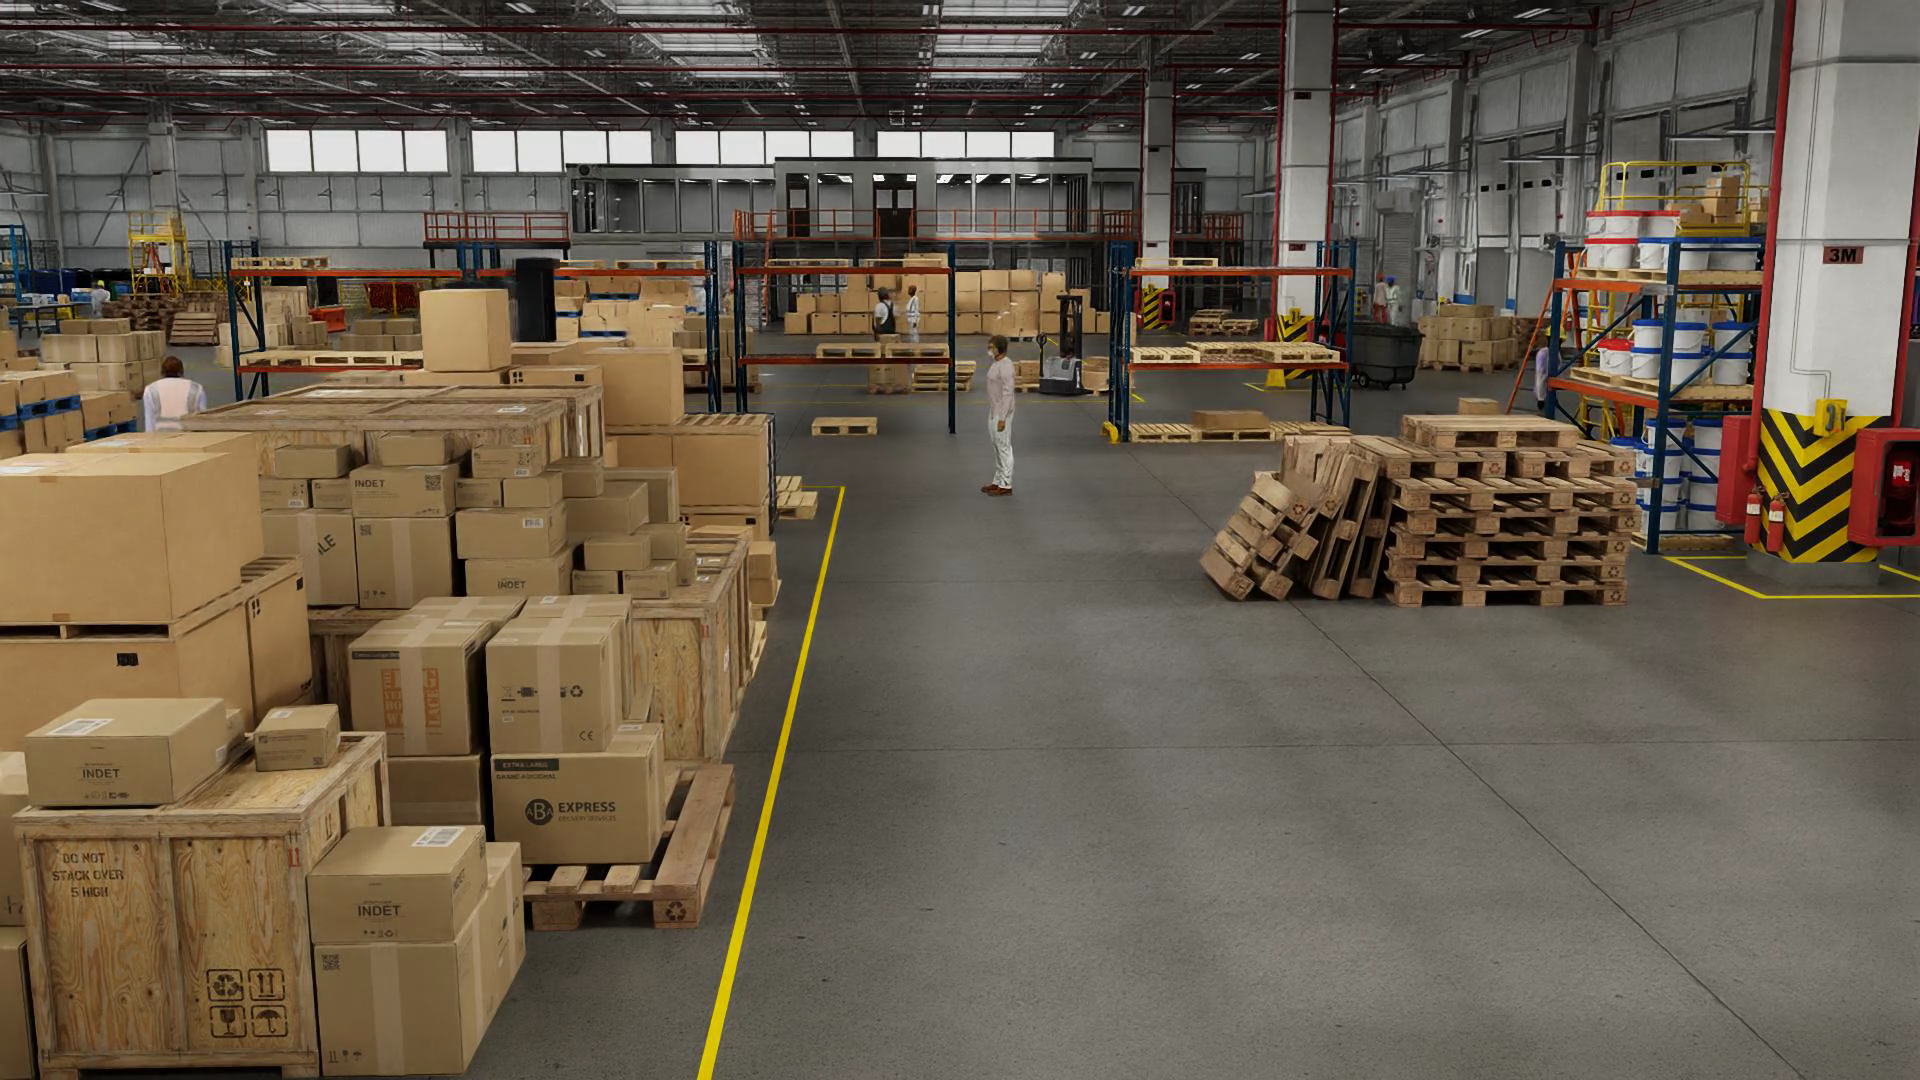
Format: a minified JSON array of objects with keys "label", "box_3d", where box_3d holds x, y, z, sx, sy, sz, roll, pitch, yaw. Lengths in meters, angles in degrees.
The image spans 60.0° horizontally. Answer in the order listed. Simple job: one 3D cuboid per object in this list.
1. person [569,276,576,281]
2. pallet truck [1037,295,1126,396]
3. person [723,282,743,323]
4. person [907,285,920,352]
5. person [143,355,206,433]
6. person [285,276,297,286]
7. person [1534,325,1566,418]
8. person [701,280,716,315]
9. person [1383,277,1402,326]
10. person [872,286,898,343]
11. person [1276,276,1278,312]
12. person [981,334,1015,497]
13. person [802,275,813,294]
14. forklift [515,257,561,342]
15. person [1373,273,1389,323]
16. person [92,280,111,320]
[{"label":"person","box_3d":[-13.400,-8.315,58.032,0.574,1.905,0.627,1,10,4]},{"label":"pallet truck","box_3d":[2.483,-3.881,33.060,1.885,1.965,0.823,-7,13,-36]},{"label":"person","box_3d":[-6.187,-6.058,45.385,0.577,1.921,0.417,-4,11,-22]},{"label":"person","box_3d":[-1.253,-5.835,44.268,0.355,1.883,0.574,-3,11,-16]},{"label":"person","box_3d":[-8.501,-1.096,18.091,0.637,1.814,0.868,-5,11,-24]},{"label":"person","box_3d":[-25.730,-9.328,64.148,0.507,1.717,0.711,-1,10,-3]},{"label":"person","box_3d":[8.046,-1.985,22.704,0.385,1.922,0.594,8,13,39]},{"label":"person","box_3d":[-7.980,-7.312,52.541,0.802,1.866,0.578,5,11,27]},{"label":"person","box_3d":[14.063,-7.626,54.230,0.858,1.894,0.626,-6,12,-29]},{"label":"person","box_3d":[-1.695,-4.873,38.469,0.772,2.000,0.694,8,13,39]},{"label":"person","box_3d":[13.647,-10.553,70.696,0.657,1.828,0.455,-3,11,-17]},{"label":"person","box_3d":[0.472,-1.491,19.910,0.372,1.940,0.632,-2,10,-11]},{"label":"person","box_3d":[-5.188,-8.031,56.400,0.381,1.918,0.596,4,11,22]},{"label":"forklift","box_3d":[-5.358,-2.210,21.292,1.873,2.768,1.129,0,10,-2]},{"label":"person","box_3d":[14.143,-8.000,56.114,0.692,1.954,0.792,-3,11,-19]},{"label":"person","box_3d":[-27.708,-7.478,53.699,0.608,1.792,0.920,-1,10,-8]}]
